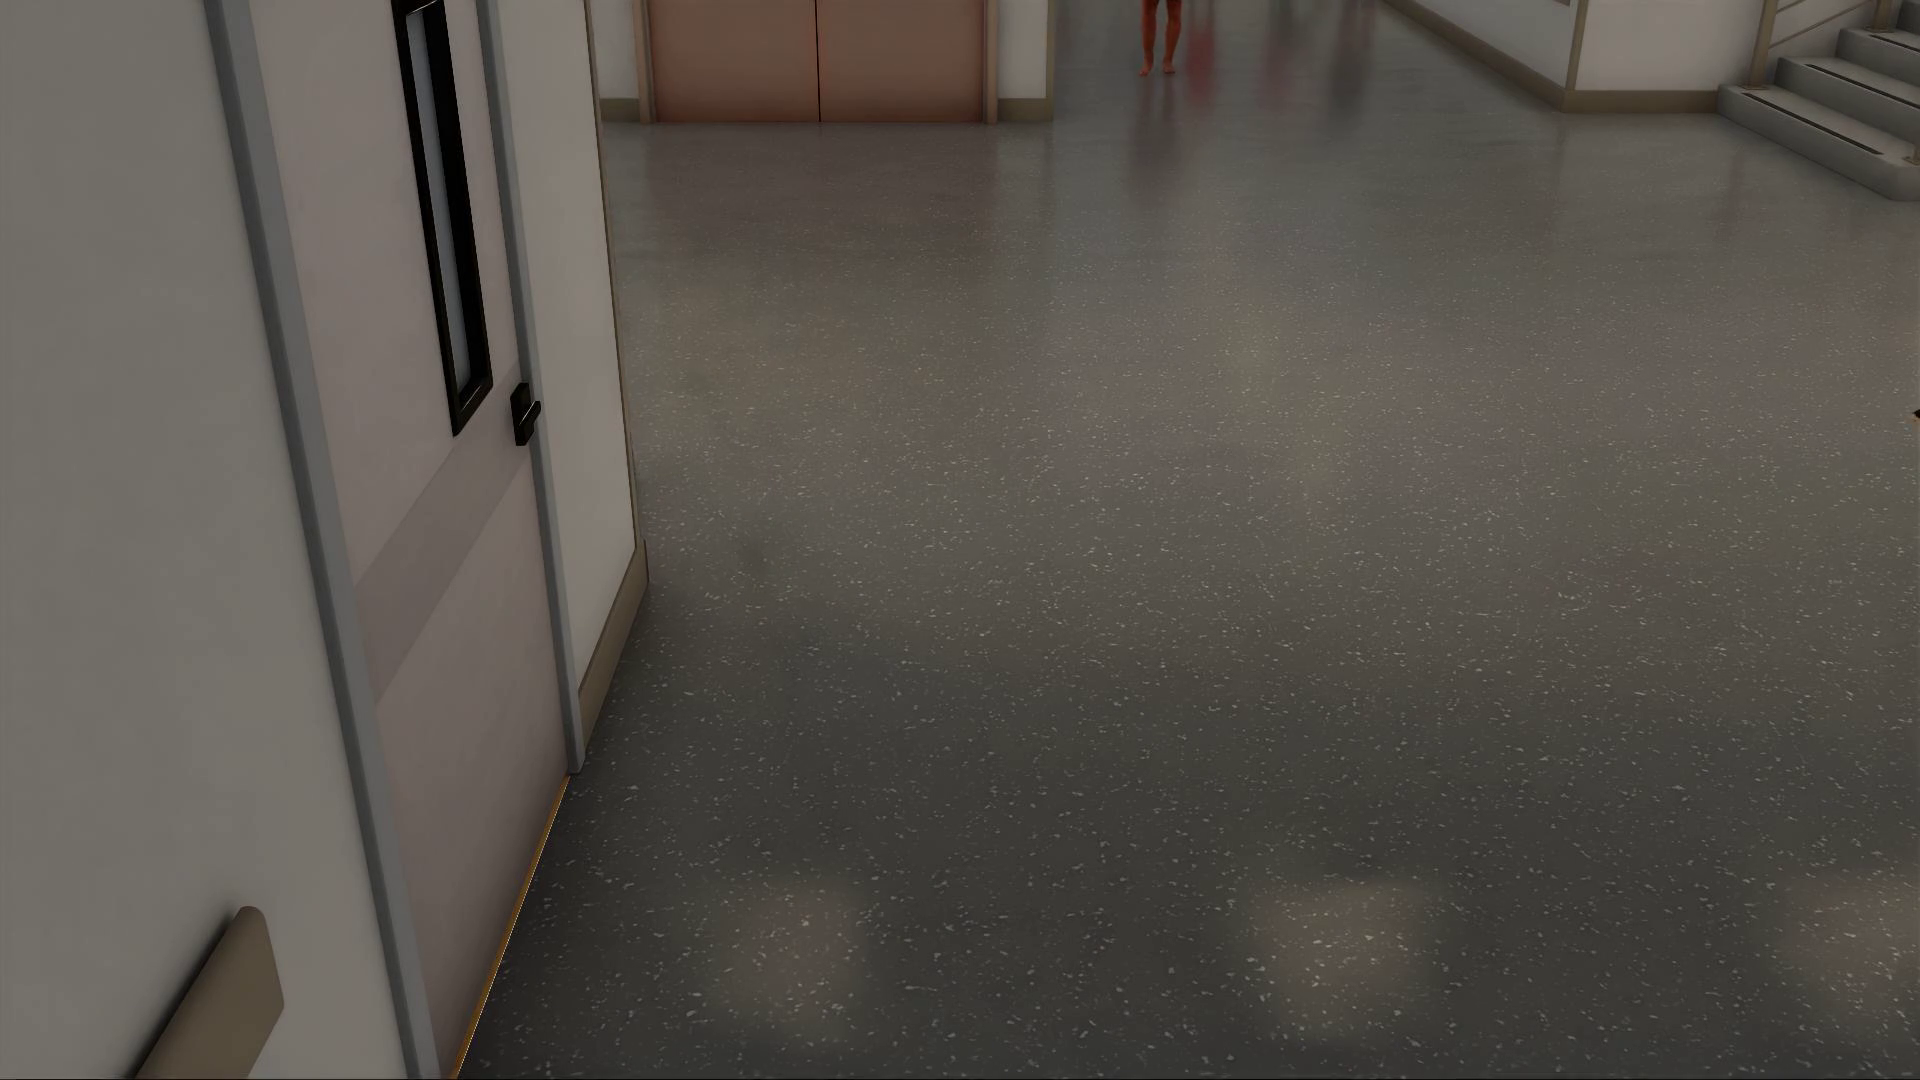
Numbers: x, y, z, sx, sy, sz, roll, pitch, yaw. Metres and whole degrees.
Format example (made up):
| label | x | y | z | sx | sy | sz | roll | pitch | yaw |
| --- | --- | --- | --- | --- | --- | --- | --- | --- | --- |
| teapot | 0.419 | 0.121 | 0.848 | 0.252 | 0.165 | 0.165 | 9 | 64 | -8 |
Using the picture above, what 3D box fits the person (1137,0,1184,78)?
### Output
| label | x | y | z | sx | sy | sz | roll | pitch | yaw |
| --- | --- | --- | --- | --- | --- | --- | --- | --- | --- |
| person | 1.672 | -4.669 | 13.334 | 0.737 | 1.796 | 0.801 | 3 | 26 | 6 |
